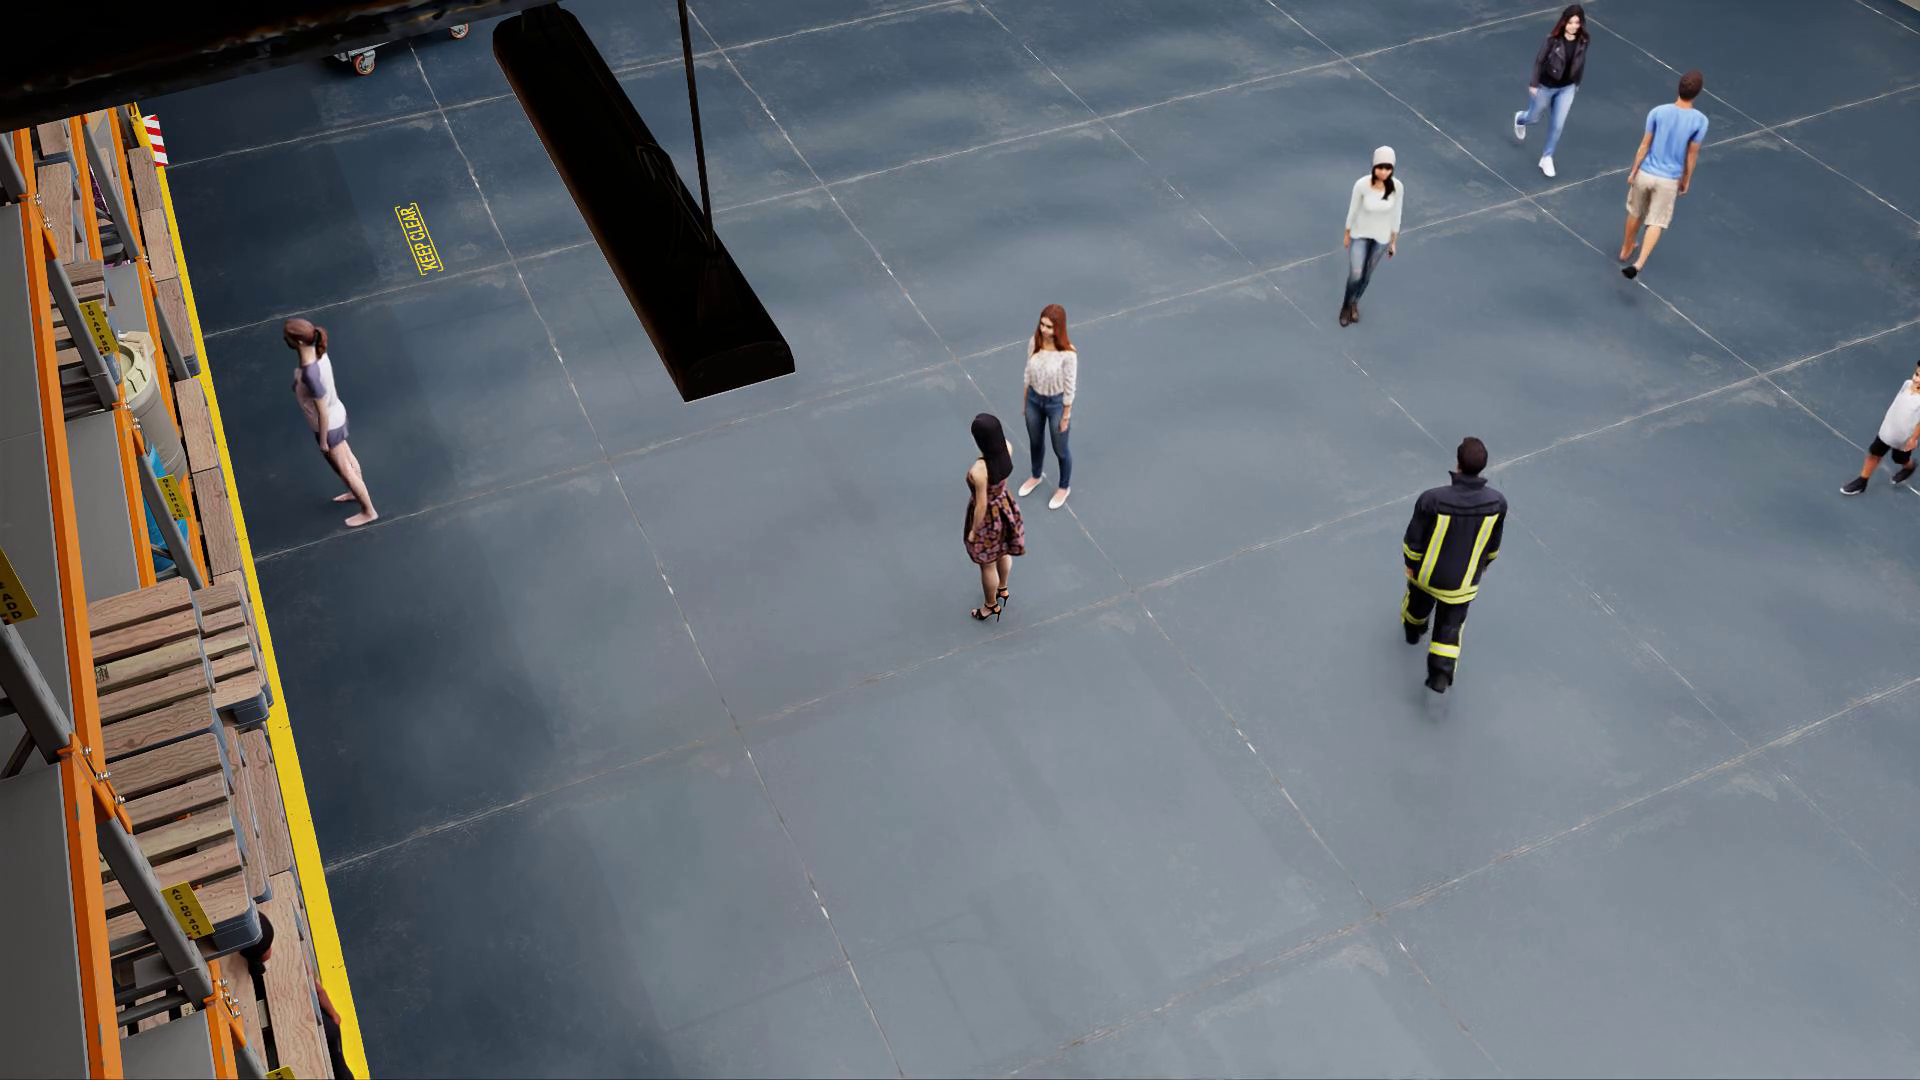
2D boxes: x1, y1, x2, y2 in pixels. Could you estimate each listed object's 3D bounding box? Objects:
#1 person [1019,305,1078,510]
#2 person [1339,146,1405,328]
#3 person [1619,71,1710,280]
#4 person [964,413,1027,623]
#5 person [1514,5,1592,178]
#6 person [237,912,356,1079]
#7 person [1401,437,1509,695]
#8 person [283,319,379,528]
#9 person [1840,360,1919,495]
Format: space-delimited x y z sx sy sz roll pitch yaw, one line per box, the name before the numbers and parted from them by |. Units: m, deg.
person | 0.654 -0.997 12.112 0.602 1.729 0.712 26 49 24
person | 3.405 -2.566 13.827 0.678 1.637 0.715 0 44 0
person | 5.956 -3.061 14.202 1.077 1.835 1.061 19 47 19
person | 0.203 -0.144 11.183 0.845 1.775 0.801 22 48 22
person | 5.558 -4.291 15.655 0.869 1.612 1.080 -4 44 -4
person | -3.365 2.475 8.449 0.622 1.754 0.619 -3 44 -3
person | 3.171 0.185 10.749 1.158 1.898 1.319 5 44 5
person | -4.514 -0.852 11.933 0.703 1.767 0.613 -7 44 -7
person | 7.028 -0.850 12.310 0.572 1.243 0.786 -15 46 -15
